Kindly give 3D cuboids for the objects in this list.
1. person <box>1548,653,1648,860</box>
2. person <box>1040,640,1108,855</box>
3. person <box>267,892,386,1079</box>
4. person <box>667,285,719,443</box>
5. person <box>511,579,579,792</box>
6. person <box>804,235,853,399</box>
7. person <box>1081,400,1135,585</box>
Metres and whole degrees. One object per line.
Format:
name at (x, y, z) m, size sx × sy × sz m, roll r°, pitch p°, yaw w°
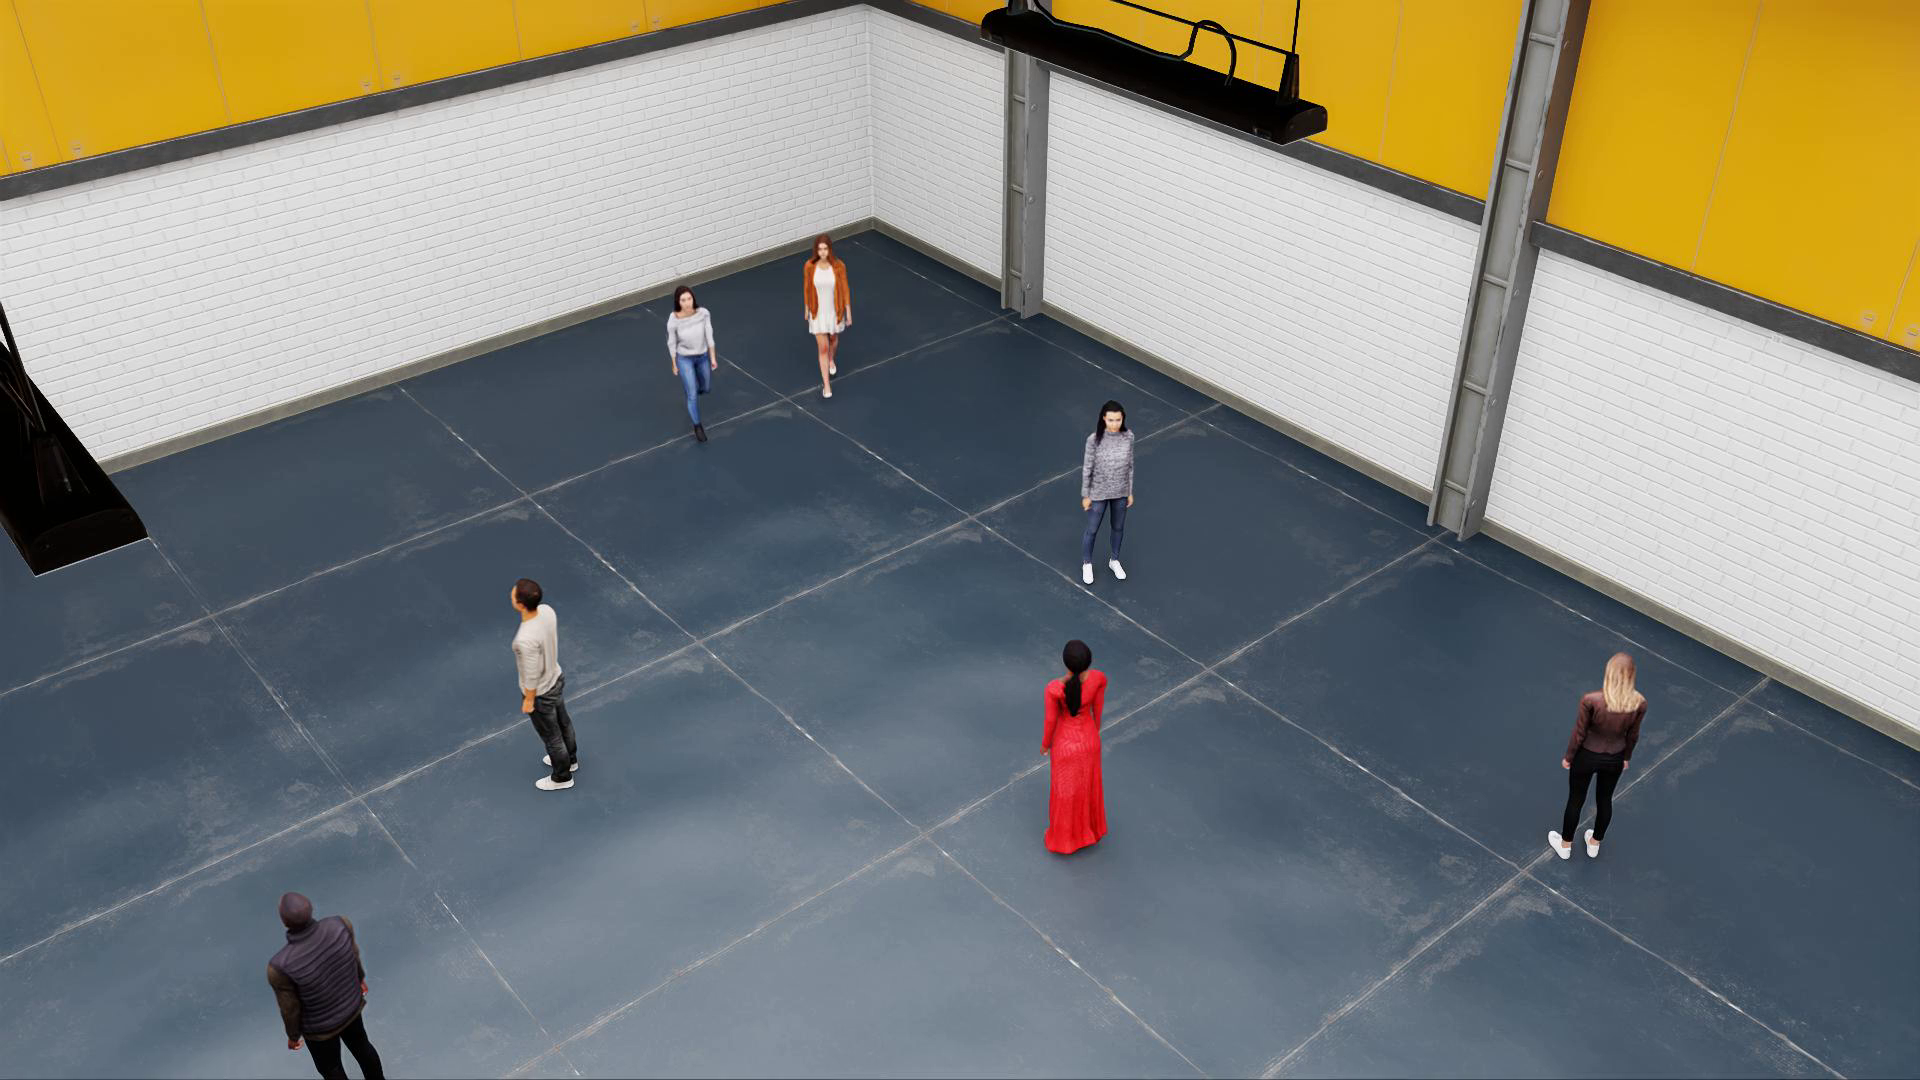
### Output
person at (4.382, 1.494, 11.415) m, size 0.672 × 1.703 × 0.709 m, roll 0°, pitch 34°, yaw 0°
person at (0.786, 1.424, 11.449) m, size 0.699 × 1.783 × 0.693 m, roll -13°, pitch 36°, yaw -19°
person at (-3.602, 2.694, 9.490) m, size 0.675 × 1.835 × 0.756 m, roll 19°, pitch 38°, yaw 27°
person at (-2.662, -1.794, 16.441) m, size 0.723 × 1.615 × 0.958 m, roll -16°, pitch 37°, yaw -22°
person at (-2.999, 1.031, 12.013) m, size 0.778 × 1.811 × 0.730 m, roll 4°, pitch 34°, yaw 6°
person at (-1.381, -2.407, 17.308) m, size 1.009 × 1.675 × 1.183 m, roll -4°, pitch 34°, yaw -5°
person at (1.277, -0.430, 14.283) m, size 0.692 × 1.732 × 0.676 m, roll -7°, pitch 34°, yaw -11°
